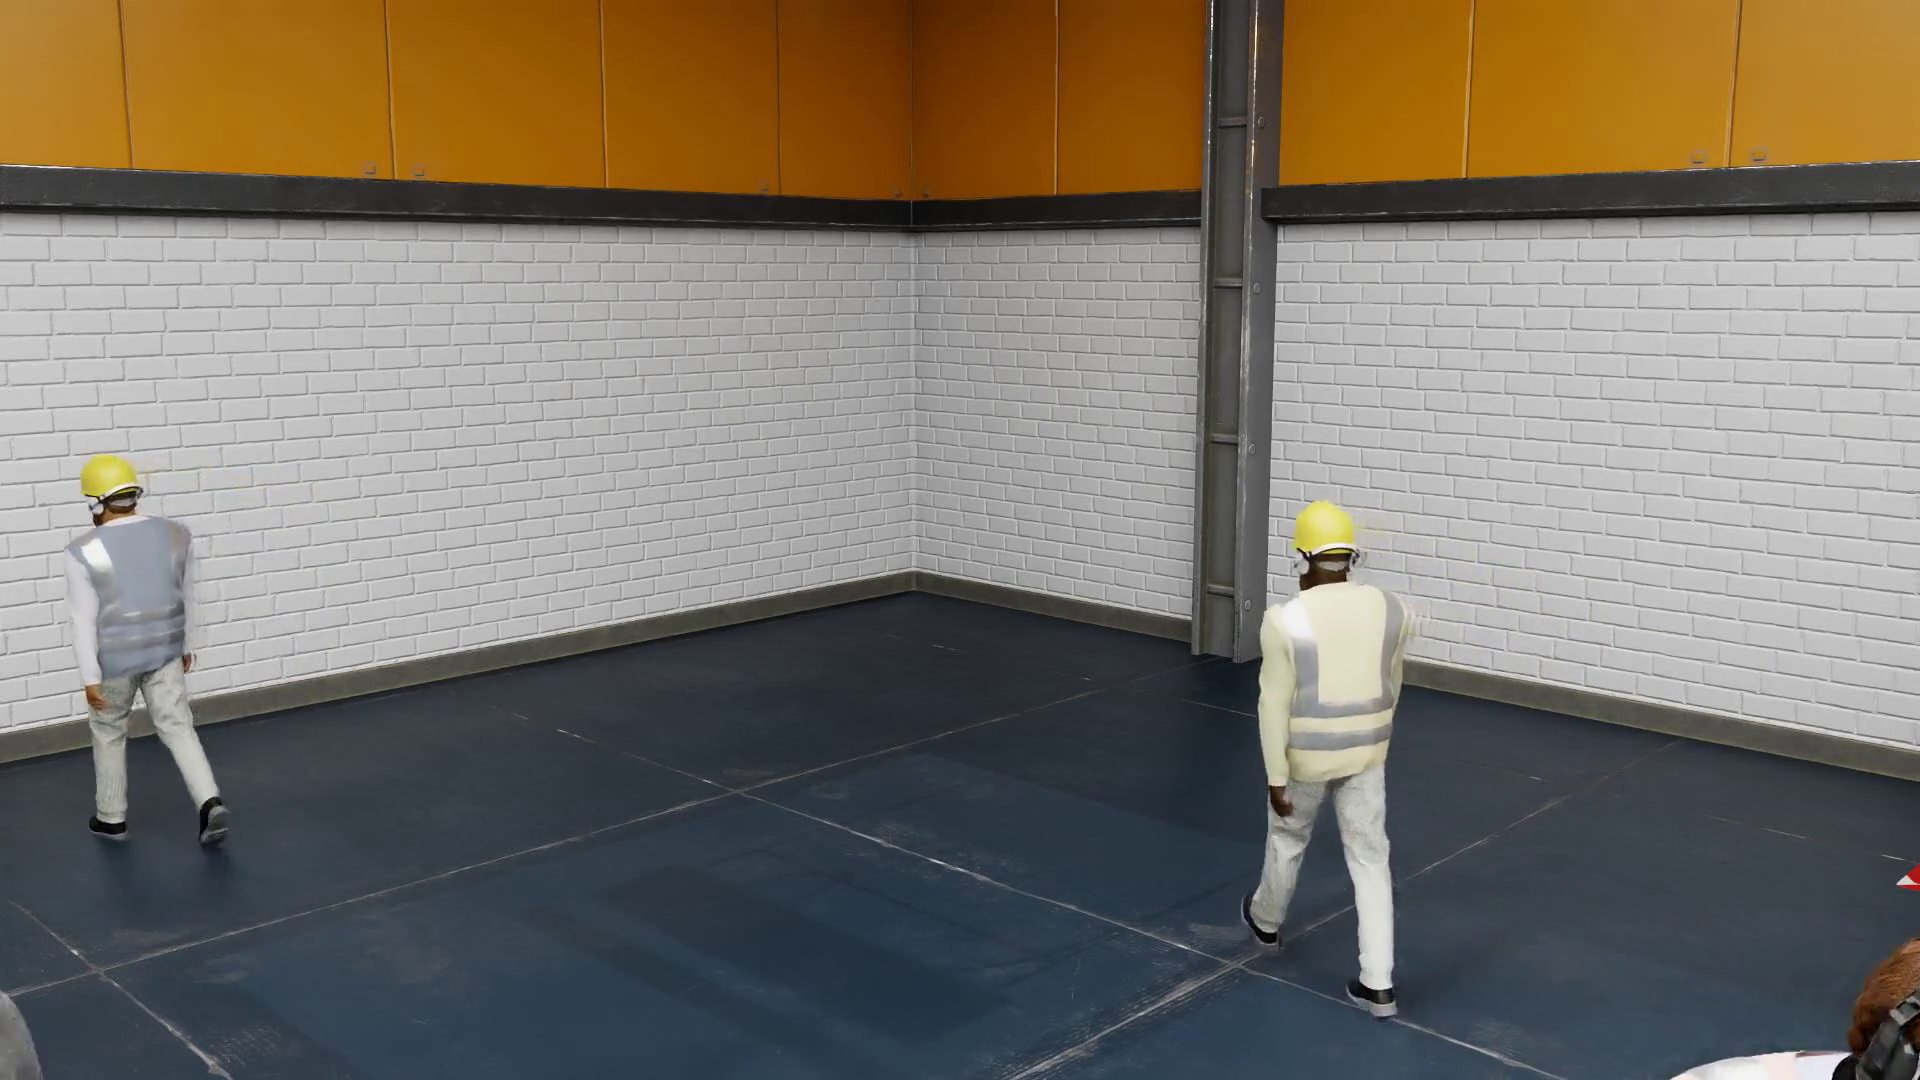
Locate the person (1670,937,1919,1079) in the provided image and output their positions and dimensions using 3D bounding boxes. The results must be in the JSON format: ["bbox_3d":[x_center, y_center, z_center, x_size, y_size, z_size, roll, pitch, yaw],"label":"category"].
[{"bbox_3d":[1.176,1.355,2.264,0.654,1.794,0.629,1,9,9],"label":"person"}]

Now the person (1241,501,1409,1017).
[{"bbox_3d":[1.327,0.749,6.026,0.605,1.784,0.954,-2,9,-12],"label":"person"}]

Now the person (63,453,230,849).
[{"bbox_3d":[-3.657,0.507,7.448,0.834,1.803,0.595,7,12,38],"label":"person"}]
